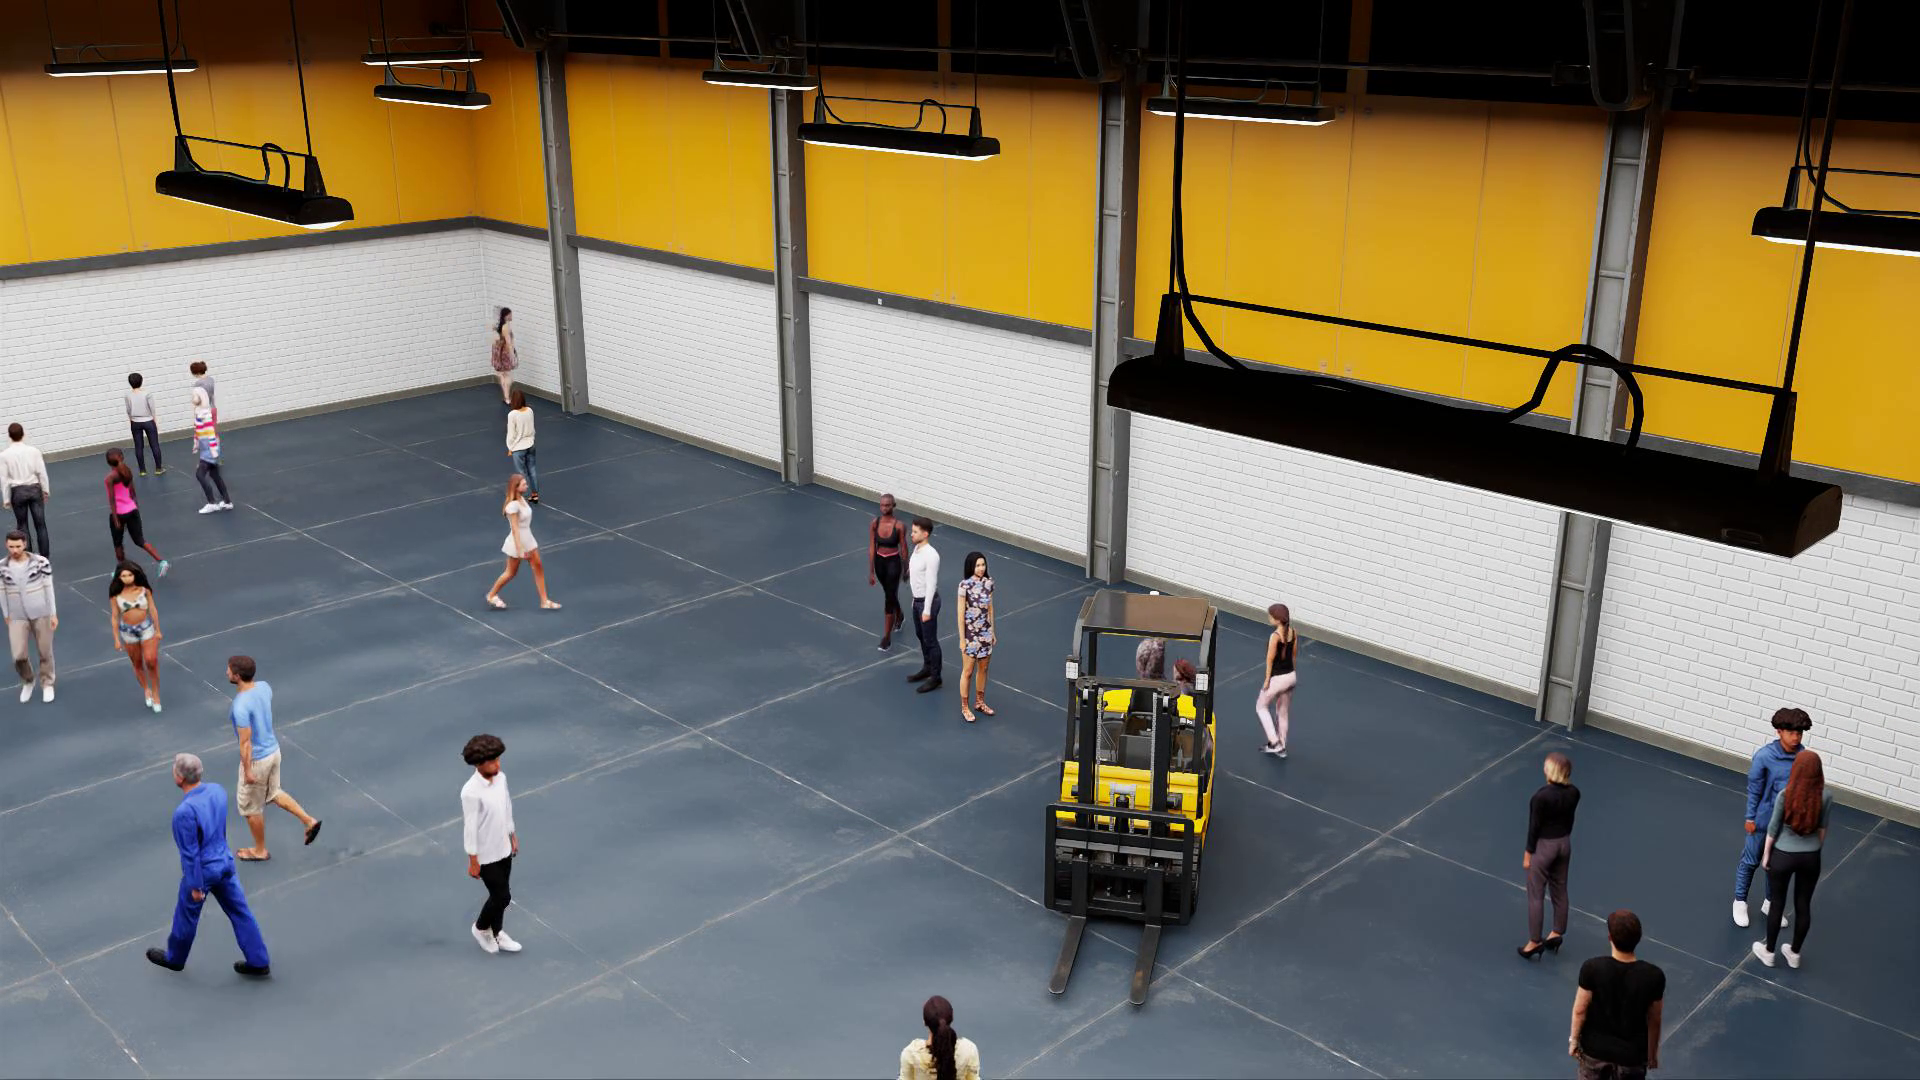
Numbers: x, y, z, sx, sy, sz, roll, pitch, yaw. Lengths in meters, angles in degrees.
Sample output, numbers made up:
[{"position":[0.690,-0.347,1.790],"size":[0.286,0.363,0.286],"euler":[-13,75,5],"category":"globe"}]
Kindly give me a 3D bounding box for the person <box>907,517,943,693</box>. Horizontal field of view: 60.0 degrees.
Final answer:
[{"position":[-0.351,0.647,17.386],"size":[0.748,1.862,0.621],"euler":[-7,20,-19],"category":"person"}]

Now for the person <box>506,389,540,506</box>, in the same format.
[{"position":[-6.170,-1.307,23.470],"size":[0.593,1.682,0.659],"euler":[12,22,32],"category":"person"}]

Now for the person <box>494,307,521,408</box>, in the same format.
[{"position":[-7.932,-3.209,28.999],"size":[0.830,1.757,0.700],"euler":[-15,24,-38],"category":"person"}]

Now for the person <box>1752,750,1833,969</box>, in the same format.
[{"position":[6.235,2.384,12.416],"size":[0.646,1.742,0.728],"euler":[2,19,7],"category":"person"}]

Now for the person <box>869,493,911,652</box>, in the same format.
[{"position":[-0.774,0.305,18.642],"size":[1.224,1.708,1.010],"euler":[5,19,15],"category":"person"}]

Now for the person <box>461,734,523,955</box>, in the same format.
[{"position":[-3.619,2.304,12.567],"size":[0.800,1.796,0.778],"euler":[6,20,18],"category":"person"}]

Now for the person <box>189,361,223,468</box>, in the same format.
[{"position":[-11.492,-1.930,25.379],"size":[0.732,1.645,0.732],"euler":[7,20,20],"category":"person"}]

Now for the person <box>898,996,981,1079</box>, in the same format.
[{"position":[-0.108,3.400,9.592],"size":[0.745,1.619,0.768],"euler":[-4,19,-12],"category":"person"}]

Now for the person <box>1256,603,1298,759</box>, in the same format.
[{"position":[3.088,1.358,15.772],"size":[0.584,1.545,0.618],"euler":[-11,22,-30],"category":"person"}]

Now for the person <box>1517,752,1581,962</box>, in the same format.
[{"position":[4.453,2.380,12.544],"size":[0.654,1.667,0.648],"euler":[-9,21,-26],"category":"person"}]

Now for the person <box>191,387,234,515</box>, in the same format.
[{"position":[-10.380,-1.271,23.191],"size":[0.796,1.793,0.707],"euler":[-11,22,-30],"category":"person"}]

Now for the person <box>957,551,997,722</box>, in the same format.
[{"position":[0.163,0.947,16.696],"size":[0.617,1.733,0.563],"euler":[-13,23,-35],"category":"person"}]

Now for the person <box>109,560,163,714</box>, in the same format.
[{"position":[-8.342,0.947,16.892],"size":[0.719,1.609,0.805],"euler":[-8,20,-22],"category":"person"}]

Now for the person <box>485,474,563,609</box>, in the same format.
[{"position":[-5.239,0.053,19.469],"size":[1.175,1.658,1.021],"euler":[3,19,8],"category":"person"}]

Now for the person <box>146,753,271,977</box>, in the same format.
[{"position":[-5.425,2.437,12.191],"size":[1.296,1.786,1.138],"euler":[4,19,12],"category":"person"}]

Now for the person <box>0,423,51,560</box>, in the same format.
[{"position":[-11.703,-0.524,20.889],"size":[0.831,1.845,1.024],"euler":[-12,22,-31],"category":"person"}]

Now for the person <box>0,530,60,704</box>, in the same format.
[{"position":[-9.554,0.743,17.126],"size":[0.769,1.846,0.756],"euler":[-7,20,-20],"category":"person"}]

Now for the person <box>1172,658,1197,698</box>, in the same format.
[{"position":[2.136,1.628,15.675],"size":[0.422,1.094,0.557],"euler":[15,24,38],"category":"person"}]

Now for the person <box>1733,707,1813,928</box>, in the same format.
[{"position":[6.375,2.149,13.007],"size":[0.753,1.811,0.812],"euler":[0,19,0],"category":"person"}]

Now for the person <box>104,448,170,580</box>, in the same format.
[{"position":[-10.168,-0.283,20.405],"size":[1.147,1.697,0.849],"euler":[7,20,21],"category":"person"}]

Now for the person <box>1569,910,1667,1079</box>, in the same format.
[{"position":[3.955,3.122,10.057],"size":[0.967,1.848,0.968],"euler":[6,19,17],"category":"person"}]

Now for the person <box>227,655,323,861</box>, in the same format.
[{"position":[-5.784,1.821,13.915],"size":[1.071,1.852,0.963],"euler":[3,19,8],"category":"person"}]

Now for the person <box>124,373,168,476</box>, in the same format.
[{"position":[-12.283,-1.749,24.985],"size":[0.624,1.553,0.647],"euler":[-4,19,-12],"category":"person"}]
